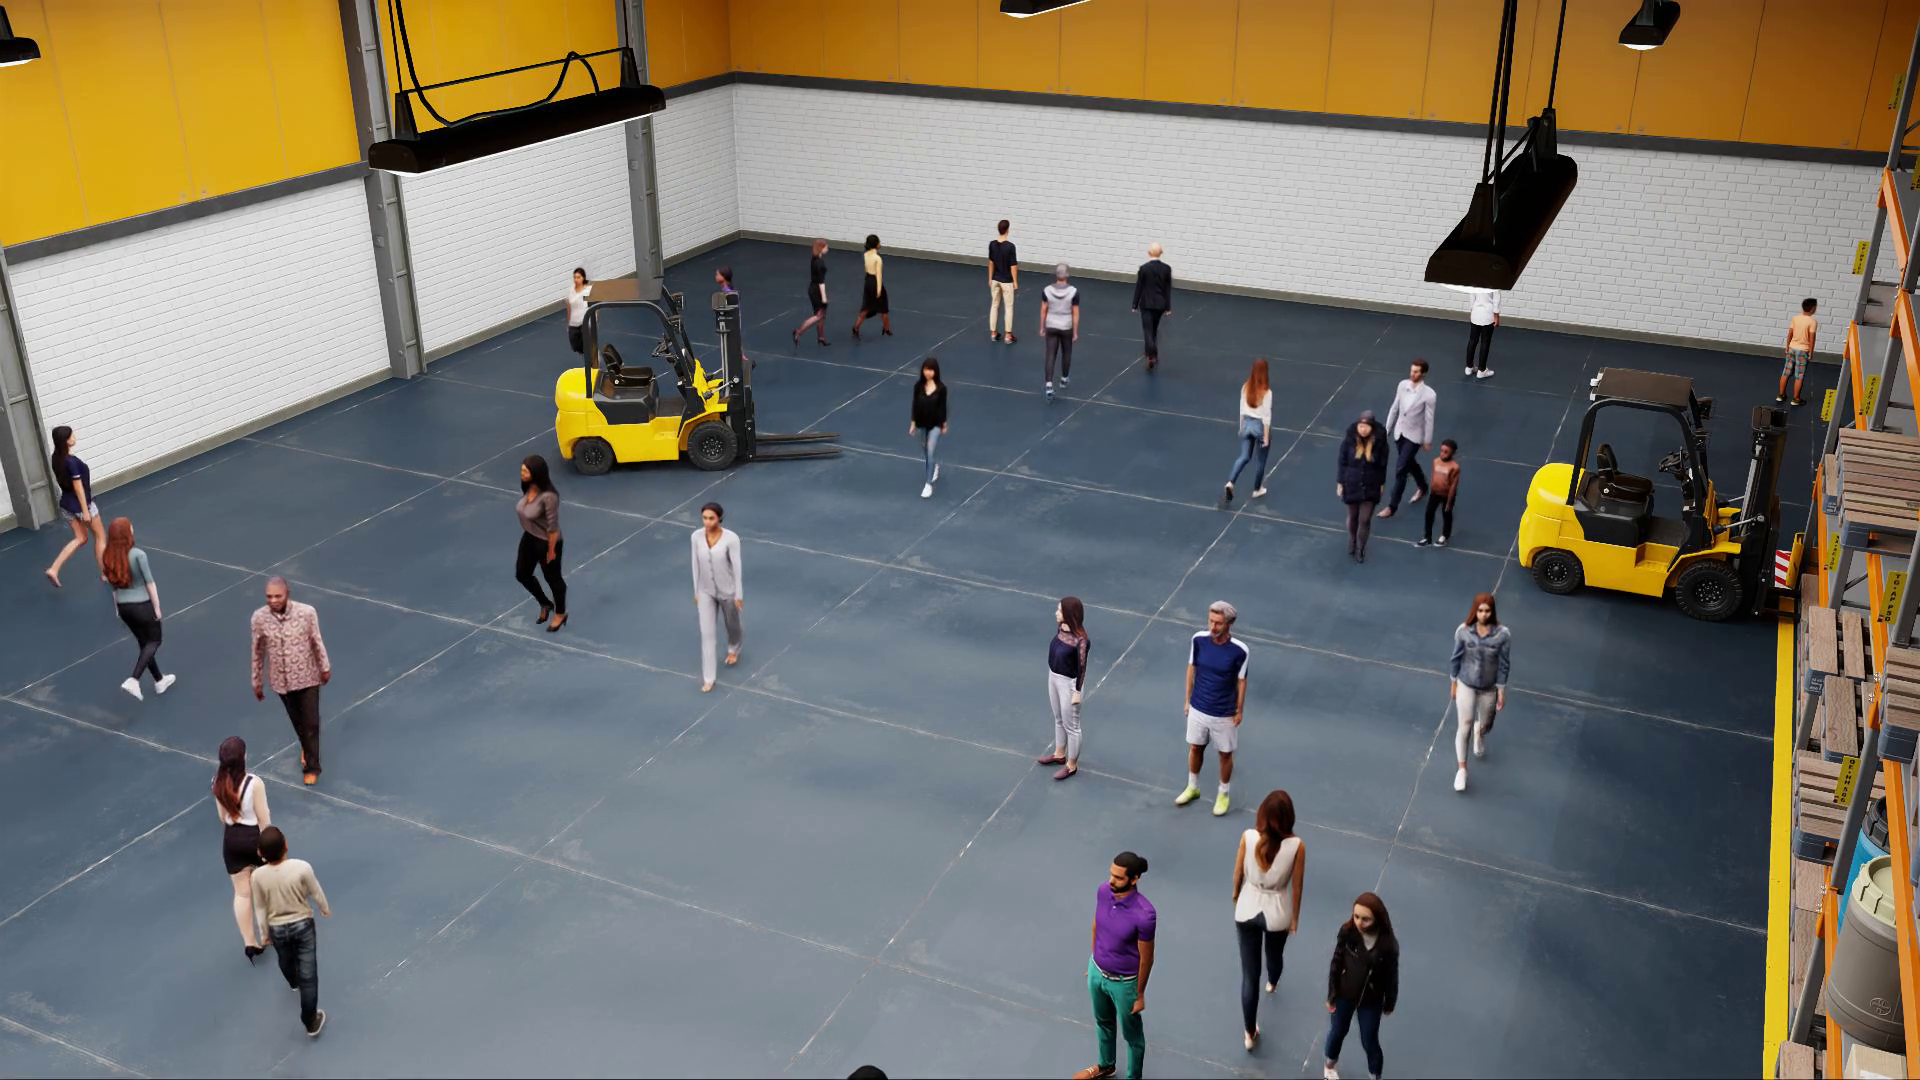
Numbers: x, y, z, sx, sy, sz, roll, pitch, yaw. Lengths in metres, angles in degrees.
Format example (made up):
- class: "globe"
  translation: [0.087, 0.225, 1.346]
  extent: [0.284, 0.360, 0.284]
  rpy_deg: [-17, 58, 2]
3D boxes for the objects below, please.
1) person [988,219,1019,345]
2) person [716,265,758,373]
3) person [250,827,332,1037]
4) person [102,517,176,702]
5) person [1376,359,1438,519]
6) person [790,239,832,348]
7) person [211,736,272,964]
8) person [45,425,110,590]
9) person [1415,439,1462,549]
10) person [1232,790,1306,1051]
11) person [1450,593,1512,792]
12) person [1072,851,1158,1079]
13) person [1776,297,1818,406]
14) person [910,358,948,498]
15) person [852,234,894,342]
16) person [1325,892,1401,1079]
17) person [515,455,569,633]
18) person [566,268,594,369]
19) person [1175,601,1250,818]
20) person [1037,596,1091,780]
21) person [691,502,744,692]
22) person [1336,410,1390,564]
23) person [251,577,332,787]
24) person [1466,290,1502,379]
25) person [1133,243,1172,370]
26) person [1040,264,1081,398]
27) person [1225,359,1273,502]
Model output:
- class: "person"
  translation: [0.638, -3.891, 25.020]
  extent: [0.652, 1.853, 0.548]
  rpy_deg: [14, 27, 28]
- class: "person"
  translation: [-3.142, -2.954, 23.032]
  extent: [0.904, 1.728, 0.891]
  rpy_deg: [-3, 24, -8]
- class: "person"
  translation: [-4.331, 2.566, 10.773]
  extent: [0.898, 1.434, 1.019]
  rpy_deg: [-5, 24, -10]
- class: "person"
  translation: [-7.350, 0.651, 14.780]
  extent: [0.754, 1.732, 0.988]
  rpy_deg: [3, 24, 8]
- class: "person"
  translation: [5.165, -1.186, 18.883]
  extent: [1.306, 1.813, 1.128]
  rpy_deg: [-13, 27, -28]
- class: "person"
  translation: [-2.170, -3.605, 24.583]
  extent: [0.965, 1.679, 0.931]
  rpy_deg: [-8, 25, -18]
- class: "person"
  translation: [-4.938, 2.163, 11.476]
  extent: [0.873, 1.608, 1.126]
  rpy_deg: [0, 24, -1]
- class: "person"
  translation: [-9.070, -0.303, 16.950]
  extent: [0.727, 1.743, 1.026]
  rpy_deg: [18, 29, 35]
- class: "person"
  translation: [5.292, -0.511, 18.054]
  extent: [0.767, 1.240, 0.665]
  rpy_deg: [-20, 31, -38]
- class: "person"
  translation: [1.924, 2.463, 10.616]
  extent: [0.745, 1.748, 1.109]
  rpy_deg: [5, 24, 12]
- class: "person"
  translation: [4.257, 1.180, 13.632]
  extent: [0.698, 1.683, 1.041]
  rpy_deg: [8, 25, 17]
- class: "person"
  translation: [0.979, 2.653, 10.156]
  extent: [0.715, 1.767, 0.712]
  rpy_deg: [-19, 30, -36]
- class: "person"
  translation: [11.344, -2.564, 22.475]
  extent: [0.623, 1.461, 0.599]
  rpy_deg: [-15, 28, -31]
- class: "person"
  translation: [-0.347, -1.380, 19.573]
  extent: [0.679, 1.616, 1.102]
  rpy_deg: [6, 24, 13]
- class: "person"
  translation: [-1.372, -3.757, 25.008]
  extent: [0.801, 1.617, 1.082]
  rpy_deg: [21, 31, 40]
- class: "person"
  translation: [2.445, 2.769, 10.261]
  extent: [0.583, 1.472, 0.566]
  rpy_deg: [10, 26, 22]
- class: "person"
  translation: [-3.956, 0.016, 16.108]
  extent: [0.749, 1.832, 0.757]
  rpy_deg: [21, 31, 39]
- class: "person"
  translation: [-5.272, -3.039, 23.350]
  extent: [0.664, 1.629, 0.833]
  rpy_deg: [6, 24, 13]
- class: "person"
  translation: [2.012, 1.306, 13.150]
  extent: [0.640, 1.838, 0.551]
  rpy_deg: [12, 26, 26]
- class: "person"
  translation: [0.863, 1.197, 13.685]
  extent: [0.729, 1.608, 0.683]
  rpy_deg: [-10, 26, -22]
- class: "person"
  translation: [-2.189, 0.446, 15.302]
  extent: [0.883, 1.689, 1.198]
  rpy_deg: [3, 24, 7]
- class: "person"
  translation: [4.290, -0.615, 17.770]
  extent: [0.724, 1.658, 0.802]
  rpy_deg: [7, 24, 15]
- class: "person"
  translation: [-5.475, 1.097, 13.723]
  extent: [1.115, 1.762, 1.268]
  rpy_deg: [-4, 24, -8]
- class: "person"
  translation: [7.405, -3.206, 23.507]
  extent: [0.726, 1.810, 0.718]
  rpy_deg: [-17, 29, -34]
- class: "person"
  translation: [2.772, -3.331, 23.837]
  extent: [1.124, 1.774, 1.298]
  rpy_deg: [-4, 24, -9]
- class: "person"
  translation: [1.330, -2.818, 22.642]
  extent: [0.897, 1.791, 1.250]
  rpy_deg: [4, 24, 9]
- class: "person"
  translation: [3.344, -1.238, 19.128]
  extent: [0.782, 1.711, 1.050]
  rpy_deg: [21, 31, 40]
